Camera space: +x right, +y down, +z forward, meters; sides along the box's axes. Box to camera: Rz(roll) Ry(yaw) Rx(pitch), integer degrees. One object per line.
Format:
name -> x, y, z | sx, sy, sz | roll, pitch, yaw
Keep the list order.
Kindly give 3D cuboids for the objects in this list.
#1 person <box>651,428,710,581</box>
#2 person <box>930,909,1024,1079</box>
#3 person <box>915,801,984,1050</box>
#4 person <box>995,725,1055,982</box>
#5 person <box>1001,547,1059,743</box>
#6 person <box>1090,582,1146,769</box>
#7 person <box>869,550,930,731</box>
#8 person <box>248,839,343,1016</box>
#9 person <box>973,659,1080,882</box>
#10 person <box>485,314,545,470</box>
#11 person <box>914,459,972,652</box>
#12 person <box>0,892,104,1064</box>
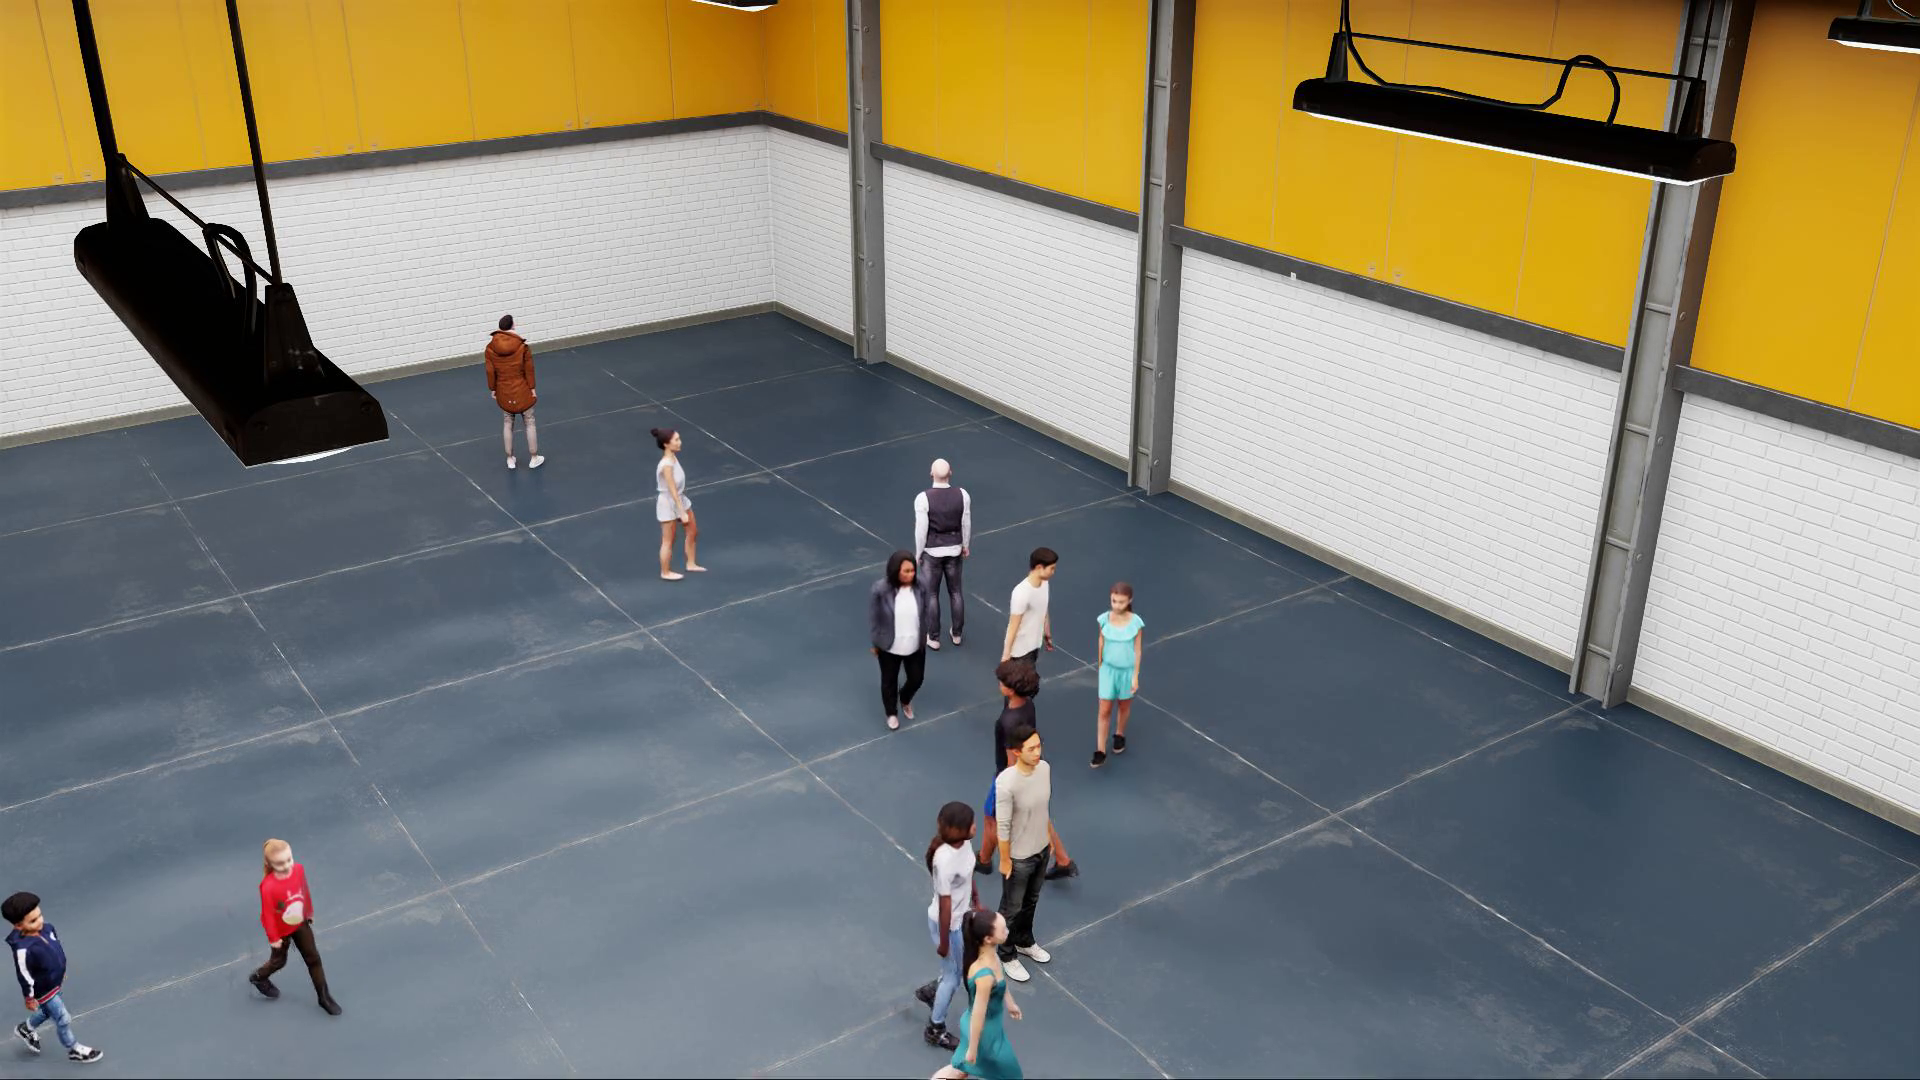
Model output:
person -> -2.925, -0.339, 16.512 | 0.818, 1.596, 0.765 | 2, 24, 5
person -> 0.041, 2.775, 9.330 | 0.948, 1.642, 1.044 | -2, 24, -4
person -> -0.104, 2.339, 10.247 | 0.826, 1.707, 0.762 | 7, 25, 16
person -> 0.406, 2.006, 10.878 | 0.634, 1.812, 0.697 | 19, 30, 37
person -> 0.462, 0.837, 13.708 | 0.844, 1.687, 0.832 | 14, 27, 28
person -> 1.310, 1.028, 13.456 | 0.883, 1.539, 0.913 | 6, 24, 14
person -> -0.509, 0.808, 13.902 | 0.792, 1.585, 0.788 | -6, 24, -13
person -> -4.322, 2.439, 10.578 | 0.980, 1.258, 0.767 | 12, 26, 25
person -> 0.484, 1.671, 11.707 | 1.236, 1.761, 1.028 | 10, 26, 22
person -> -5.195, -1.729, 19.390 | 0.856, 1.837, 0.895 | 0, 24, -1
person -> -0.171, 0.122, 15.174 | 0.744, 1.823, 0.663 | -9, 25, -20
person -> -5.614, 2.668, 10.117 | 0.837, 1.208, 0.809 | 1, 24, 3
